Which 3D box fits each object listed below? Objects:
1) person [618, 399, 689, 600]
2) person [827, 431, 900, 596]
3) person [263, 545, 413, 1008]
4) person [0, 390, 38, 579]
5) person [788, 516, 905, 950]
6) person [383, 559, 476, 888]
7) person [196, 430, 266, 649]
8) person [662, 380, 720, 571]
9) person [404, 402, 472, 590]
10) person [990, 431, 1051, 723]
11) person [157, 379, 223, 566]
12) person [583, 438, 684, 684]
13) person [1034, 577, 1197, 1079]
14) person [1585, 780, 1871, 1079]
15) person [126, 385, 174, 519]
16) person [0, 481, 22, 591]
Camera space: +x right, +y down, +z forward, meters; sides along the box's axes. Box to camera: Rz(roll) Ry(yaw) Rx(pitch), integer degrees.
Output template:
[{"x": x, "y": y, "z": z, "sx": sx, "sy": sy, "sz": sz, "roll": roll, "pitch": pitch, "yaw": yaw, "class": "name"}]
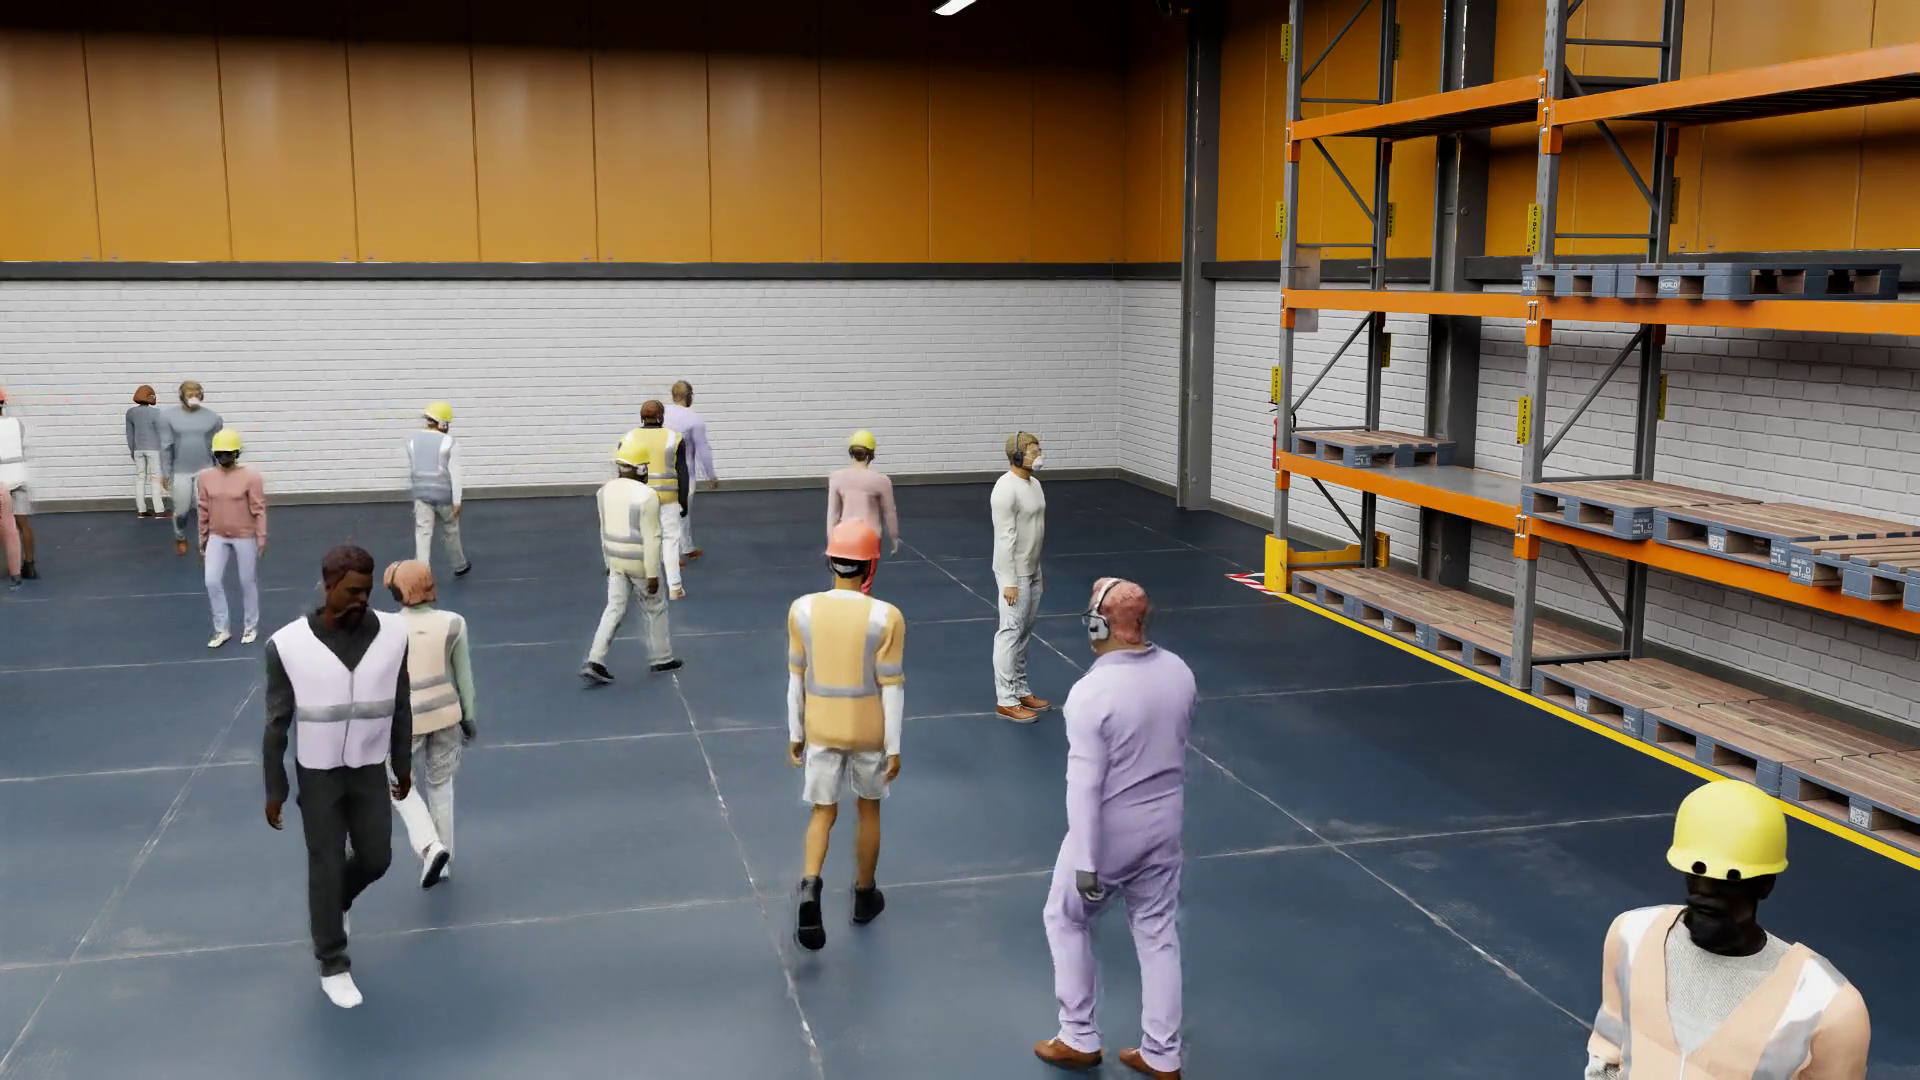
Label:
[{"x": -2.789, "y": -0.363, "z": 15.212, "sx": 0.630, "sy": 1.840, "sz": 0.429, "roll": -1, "pitch": 9, "yaw": -3, "class": "person"}, {"x": -0.761, "y": -0.022, "z": 13.431, "sx": 0.554, "sy": 1.717, "sz": 0.891, "roll": 2, "pitch": 9, "yaw": 15, "class": "person"}, {"x": -2.599, "y": 0.938, "z": 6.927, "sx": 0.623, "sy": 1.892, "sz": 0.616, "roll": -7, "pitch": 12, "yaw": -38, "class": "person"}, {"x": -9.413, "y": -0.561, "z": 16.257, "sx": 0.874, "sy": 1.899, "sz": 0.550, "roll": 4, "pitch": 10, "yaw": 25, "class": "person"}, {"x": -0.520, "y": 0.855, "z": 7.387, "sx": 0.552, "sy": 1.913, "sz": 0.776, "roll": 2, "pitch": 9, "yaw": 12, "class": "person"}, {"x": -2.571, "y": 0.896, "z": 8.008, "sx": 0.534, "sy": 1.619, "sz": 0.487, "roll": -7, "pitch": 11, "yaw": -37, "class": "person"}, {"x": -5.817, "y": -0.003, "z": 13.246, "sx": 0.558, "sy": 1.743, "sz": 0.643, "roll": -1, "pitch": 9, "yaw": -4, "class": "person"}, {"x": -2.765, "y": -0.664, "z": 16.885, "sx": 0.644, "sy": 1.905, "sz": 0.872, "roll": 7, "pitch": 11, "yaw": 37, "class": "person"}, {"x": -4.976, "y": -0.429, "z": 15.847, "sx": 0.582, "sy": 1.768, "sz": 0.975, "roll": 1, "pitch": 9, "yaw": 6, "class": "person"}, {"x": 0.412, "y": 0.238, "z": 11.157, "sx": 0.372, "sy": 1.940, "sz": 0.632, "roll": 3, "pitch": 10, "yaw": 20, "class": "person"}, {"x": -7.902, "y": -0.707, "z": 17.121, "sx": 0.635, "sy": 1.920, "sz": 0.785, "roll": -6, "pitch": 11, "yaw": -32, "class": "person"}, {"x": -2.415, "y": 0.153, "z": 12.133, "sx": 0.598, "sy": 1.796, "sz": 0.889, "roll": 6, "pitch": 11, "yaw": 33, "class": "person"}, {"x": 0.560, "y": 1.067, "z": 6.165, "sx": 0.657, "sy": 1.885, "sz": 0.689, "roll": -7, "pitch": 11, "yaw": -37, "class": "person"}, {"x": 1.608, "y": 1.451, "z": 3.605, "sx": 0.359, "sy": 1.930, "sz": 0.590, "roll": -7, "pitch": 12, "yaw": -38, "class": "person"}, {"x": -9.903, "y": -1.074, "z": 20.295, "sx": 0.507, "sy": 1.631, "sz": 0.273, "roll": 2, "pitch": 9, "yaw": 11, "class": "person"}, {"x": -6.971, "y": 0.204, "z": 11.664, "sx": 0.659, "sy": 1.861, "sz": 0.943, "roll": -3, "pitch": 10, "yaw": -19, "class": "person"}]
